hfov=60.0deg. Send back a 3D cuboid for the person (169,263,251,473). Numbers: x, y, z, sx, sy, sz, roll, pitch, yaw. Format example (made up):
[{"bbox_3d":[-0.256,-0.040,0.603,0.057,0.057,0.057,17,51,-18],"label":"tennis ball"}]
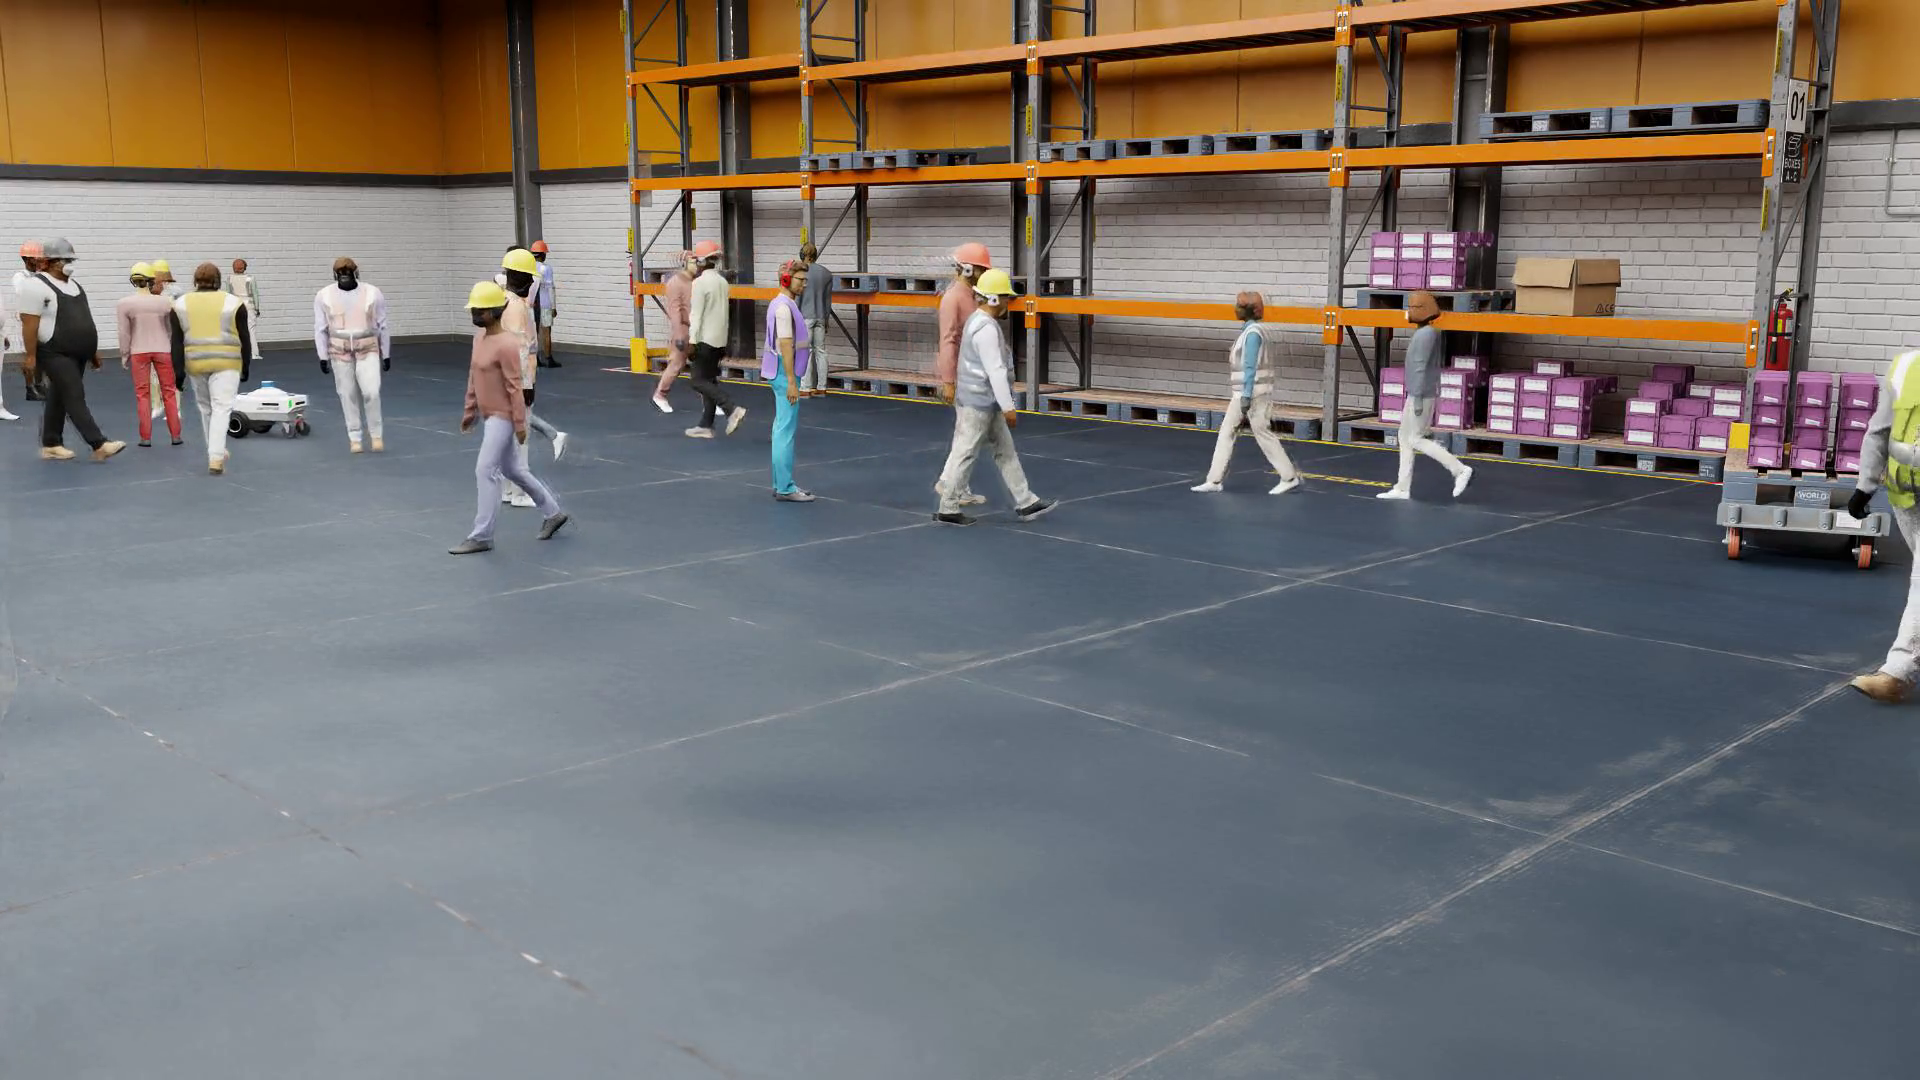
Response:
[{"bbox_3d":[-6.445,-1.483,14.357,0.614,1.790,0.997,-1,10,-7],"label":"person"}]

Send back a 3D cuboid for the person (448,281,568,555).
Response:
[{"bbox_3d":[-2.940,-0.807,10.766,0.850,1.732,0.522,-7,13,-35],"label":"person"}]

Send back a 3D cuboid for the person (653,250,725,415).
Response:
[{"bbox_3d":[-3.101,-2.349,18.857,0.982,1.868,0.649,6,12,31],"label":"person"}]

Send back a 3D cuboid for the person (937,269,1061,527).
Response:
[{"bbox_3d":[0.251,-0.968,11.524,0.910,1.782,0.614,0,10,-1],"label":"person"}]

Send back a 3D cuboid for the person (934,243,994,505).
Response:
[{"bbox_3d":[0.057,-1.222,12.423,0.434,1.964,0.613,3,11,16],"label":"person"}]

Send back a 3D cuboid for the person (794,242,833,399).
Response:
[{"bbox_3d":[-1.869,-2.724,20.678,0.629,1.940,0.372,-10,14,-42],"label":"person"}]

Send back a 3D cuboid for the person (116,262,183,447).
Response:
[{"bbox_3d":[-7.778,-1.773,15.973,0.525,1.765,0.329,-5,12,-27],"label":"person"}]

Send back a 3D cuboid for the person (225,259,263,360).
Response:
[{"bbox_3d":[-11.630,-3.735,27.000,0.511,1.644,0.307,-1,10,-4],"label":"person"}]

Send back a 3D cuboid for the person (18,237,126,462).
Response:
[{"bbox_3d":[-7.907,-1.713,14.883,0.991,2.000,0.707,1,10,6],"label":"person"}]

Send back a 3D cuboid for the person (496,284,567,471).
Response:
[{"bbox_3d":[-3.752,-1.394,14.312,0.591,1.611,0.504,-1,10,-6],"label":"person"}]

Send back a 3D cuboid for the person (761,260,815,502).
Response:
[{"bbox_3d":[-1.327,-1.210,12.694,0.388,1.837,0.563,-2,11,-9],"label":"person"}]

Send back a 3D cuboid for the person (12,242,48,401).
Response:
[{"bbox_3d":[-11.350,-2.683,20.457,0.373,1.934,0.551,-1,10,-3],"label":"person"}]

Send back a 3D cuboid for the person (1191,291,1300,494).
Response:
[{"bbox_3d":[2.281,-1.146,12.995,0.837,1.600,0.525,0,10,1],"label":"person"}]

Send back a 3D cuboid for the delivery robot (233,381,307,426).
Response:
[{"bbox_3d":[-6.958,-1.355,16.733,0.707,0.478,0.477,2,11,9],"label":"delivery robot"}]

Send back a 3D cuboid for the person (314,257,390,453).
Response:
[{"bbox_3d":[-5.618,-1.698,15.403,0.642,1.820,0.597,-3,11,-15],"label":"person"}]

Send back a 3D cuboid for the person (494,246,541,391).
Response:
[{"bbox_3d":[-5.328,-2.560,19.914,0.612,1.882,0.860,-8,13,-37],"label":"person"}]

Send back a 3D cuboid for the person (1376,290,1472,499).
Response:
[{"bbox_3d":[3.551,-1.083,12.626,0.627,1.618,0.505,2,11,13],"label":"person"}]

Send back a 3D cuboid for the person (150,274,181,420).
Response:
[{"bbox_3d":[-8.778,-2.105,18.183,0.509,1.618,0.449,4,11,18],"label":"person"}]

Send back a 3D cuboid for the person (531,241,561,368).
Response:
[{"bbox_3d":[-6.404,-3.602,25.465,0.545,1.938,0.356,5,11,24],"label":"person"}]

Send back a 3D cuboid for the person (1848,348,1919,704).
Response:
[{"bbox_3d":[4.309,-0.196,7.325,1.016,1.790,0.612,-5,11,-25],"label":"person"}]

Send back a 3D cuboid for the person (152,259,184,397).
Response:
[{"bbox_3d":[-9.814,-2.596,20.542,0.489,1.730,0.410,-2,11,-13],"label":"person"}]

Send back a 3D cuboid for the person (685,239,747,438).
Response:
[{"bbox_3d":[-2.447,-1.978,16.490,0.672,1.979,0.634,4,11,20],"label":"person"}]

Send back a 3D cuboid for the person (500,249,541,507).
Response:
[{"bbox_3d":[-3.295,-1.203,12.442,0.381,1.917,0.585,-6,12,-28],"label":"person"}]

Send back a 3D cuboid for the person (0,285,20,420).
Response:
[{"bbox_3d":[-10.570,-2.226,18.052,0.408,1.908,0.641,1,10,6],"label":"person"}]
